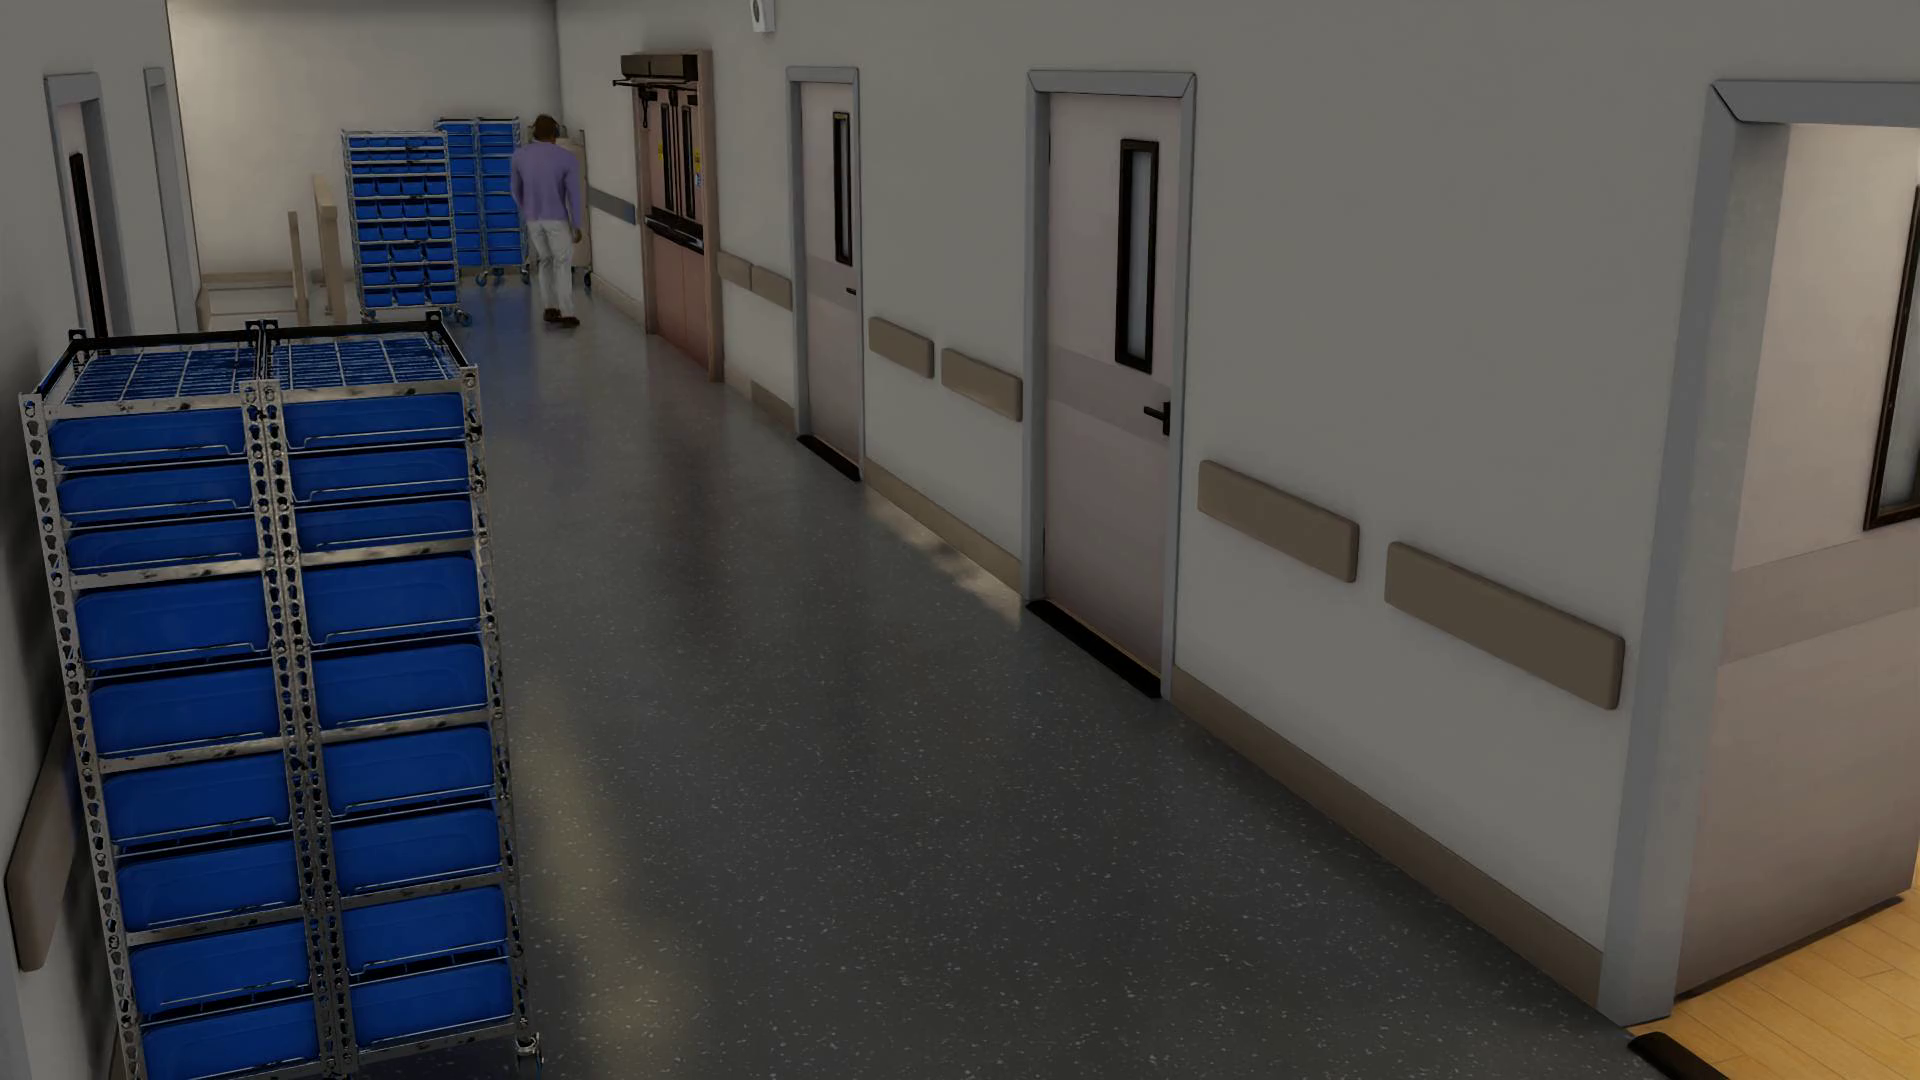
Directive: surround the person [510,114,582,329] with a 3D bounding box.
[{"bbox_3d":[-3.753,-2.890,15.133,0.664,1.893,0.579,3,16,9],"label":"person"}]
